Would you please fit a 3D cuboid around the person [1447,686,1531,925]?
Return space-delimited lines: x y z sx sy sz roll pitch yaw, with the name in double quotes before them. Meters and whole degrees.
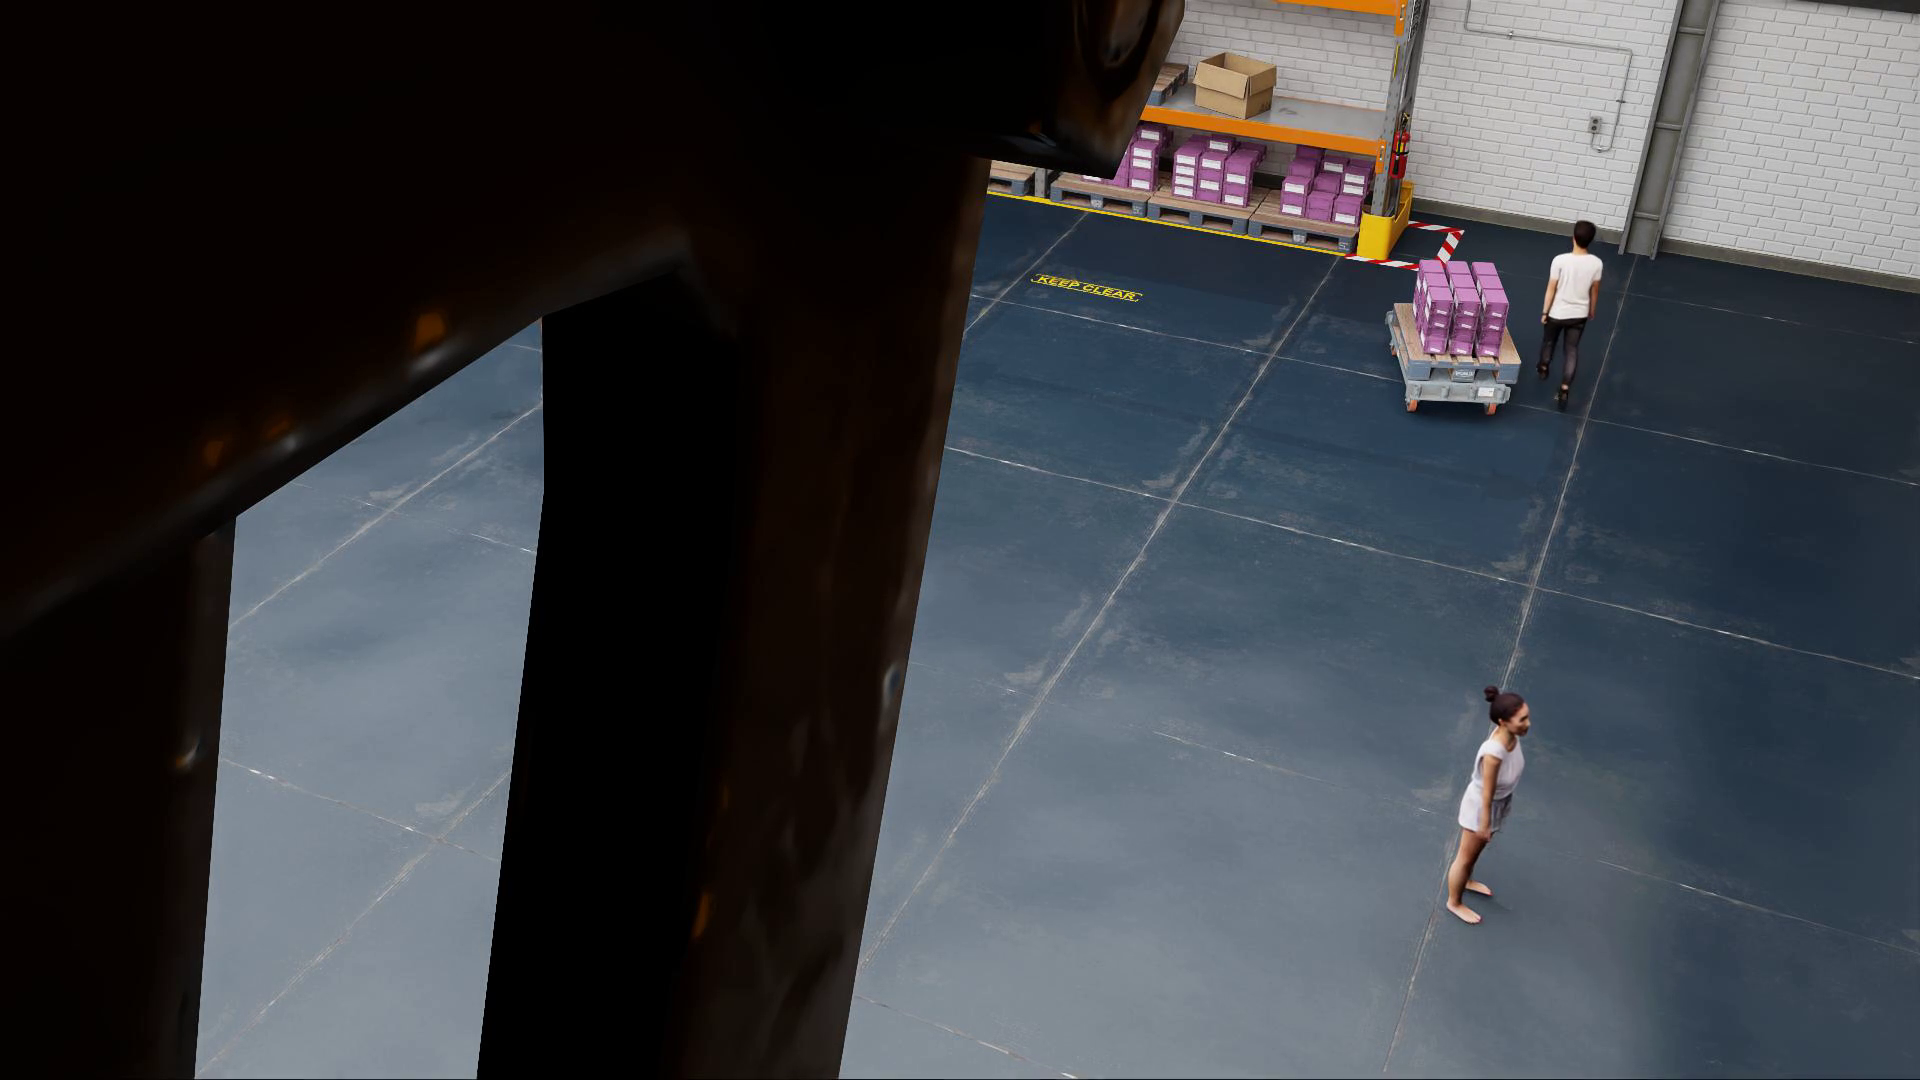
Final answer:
"person" 3.156 1.568 9.961 0.588 1.601 0.602 20 39 27

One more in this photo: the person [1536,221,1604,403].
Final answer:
"person" 5.634 -2.079 15.372 1.118 1.685 0.929 5 34 7
